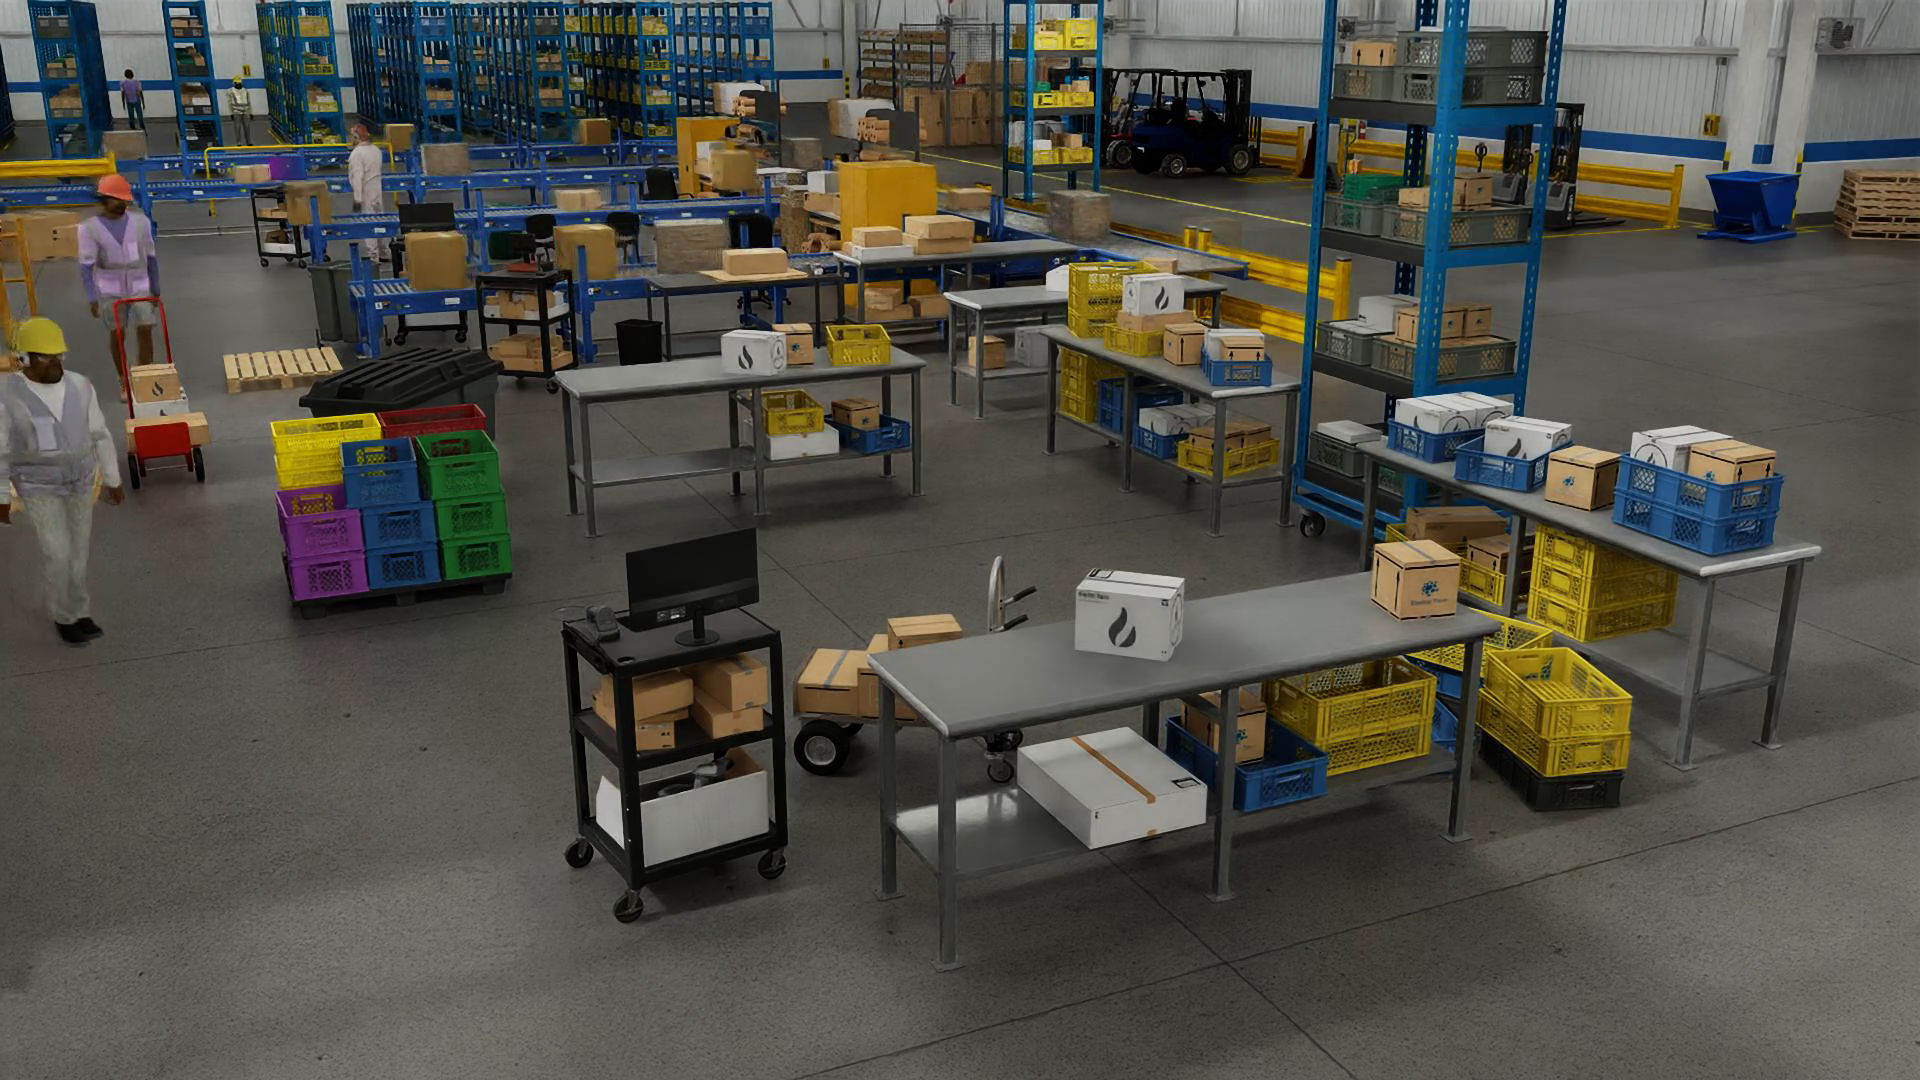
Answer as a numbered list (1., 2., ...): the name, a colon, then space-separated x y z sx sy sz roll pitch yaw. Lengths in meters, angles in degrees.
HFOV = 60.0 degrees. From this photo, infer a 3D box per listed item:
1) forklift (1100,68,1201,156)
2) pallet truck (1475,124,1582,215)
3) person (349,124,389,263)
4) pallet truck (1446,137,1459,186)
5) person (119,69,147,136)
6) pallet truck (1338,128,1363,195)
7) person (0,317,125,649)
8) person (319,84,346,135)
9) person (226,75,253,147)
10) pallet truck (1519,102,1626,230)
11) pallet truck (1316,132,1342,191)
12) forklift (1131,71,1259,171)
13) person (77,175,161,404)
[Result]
1. forklift: 4.082 -9.564 37.410 2.680 1.987 1.157 -8 19 -23
2. pallet truck: 9.707 -6.455 28.103 1.885 1.965 0.823 -7 19 -20
3. person: -8.148 -4.731 22.822 0.403 1.904 0.651 3 18 9
4. pallet truck: 9.184 -6.485 29.328 1.630 1.274 0.653 -8 19 -23
5. person: -23.031 -12.158 46.327 0.562 1.838 0.390 -8 19 -23
6. pallet truck: 7.845 -7.140 31.411 1.522 1.261 0.704 -9 20 -25
7. person: -4.843 -0.300 9.004 0.532 1.811 0.633 11 20 30
8. person: -17.736 -12.273 46.507 0.835 1.962 0.654 -3 18 -9
9. person: -18.308 -10.895 42.356 0.404 1.833 0.592 16 24 41
10. pallet truck: 9.972 -6.037 26.785 1.885 1.965 0.823 -9 20 -25
11. pallet truck: 7.723 -7.504 32.656 1.601 1.201 0.680 -8 19 -23
12. forklift: 4.998 -8.936 35.413 2.680 1.987 1.157 -9 20 -25
13. person: -7.308 -2.160 14.533 0.654 2.010 0.791 -12 21 -32
